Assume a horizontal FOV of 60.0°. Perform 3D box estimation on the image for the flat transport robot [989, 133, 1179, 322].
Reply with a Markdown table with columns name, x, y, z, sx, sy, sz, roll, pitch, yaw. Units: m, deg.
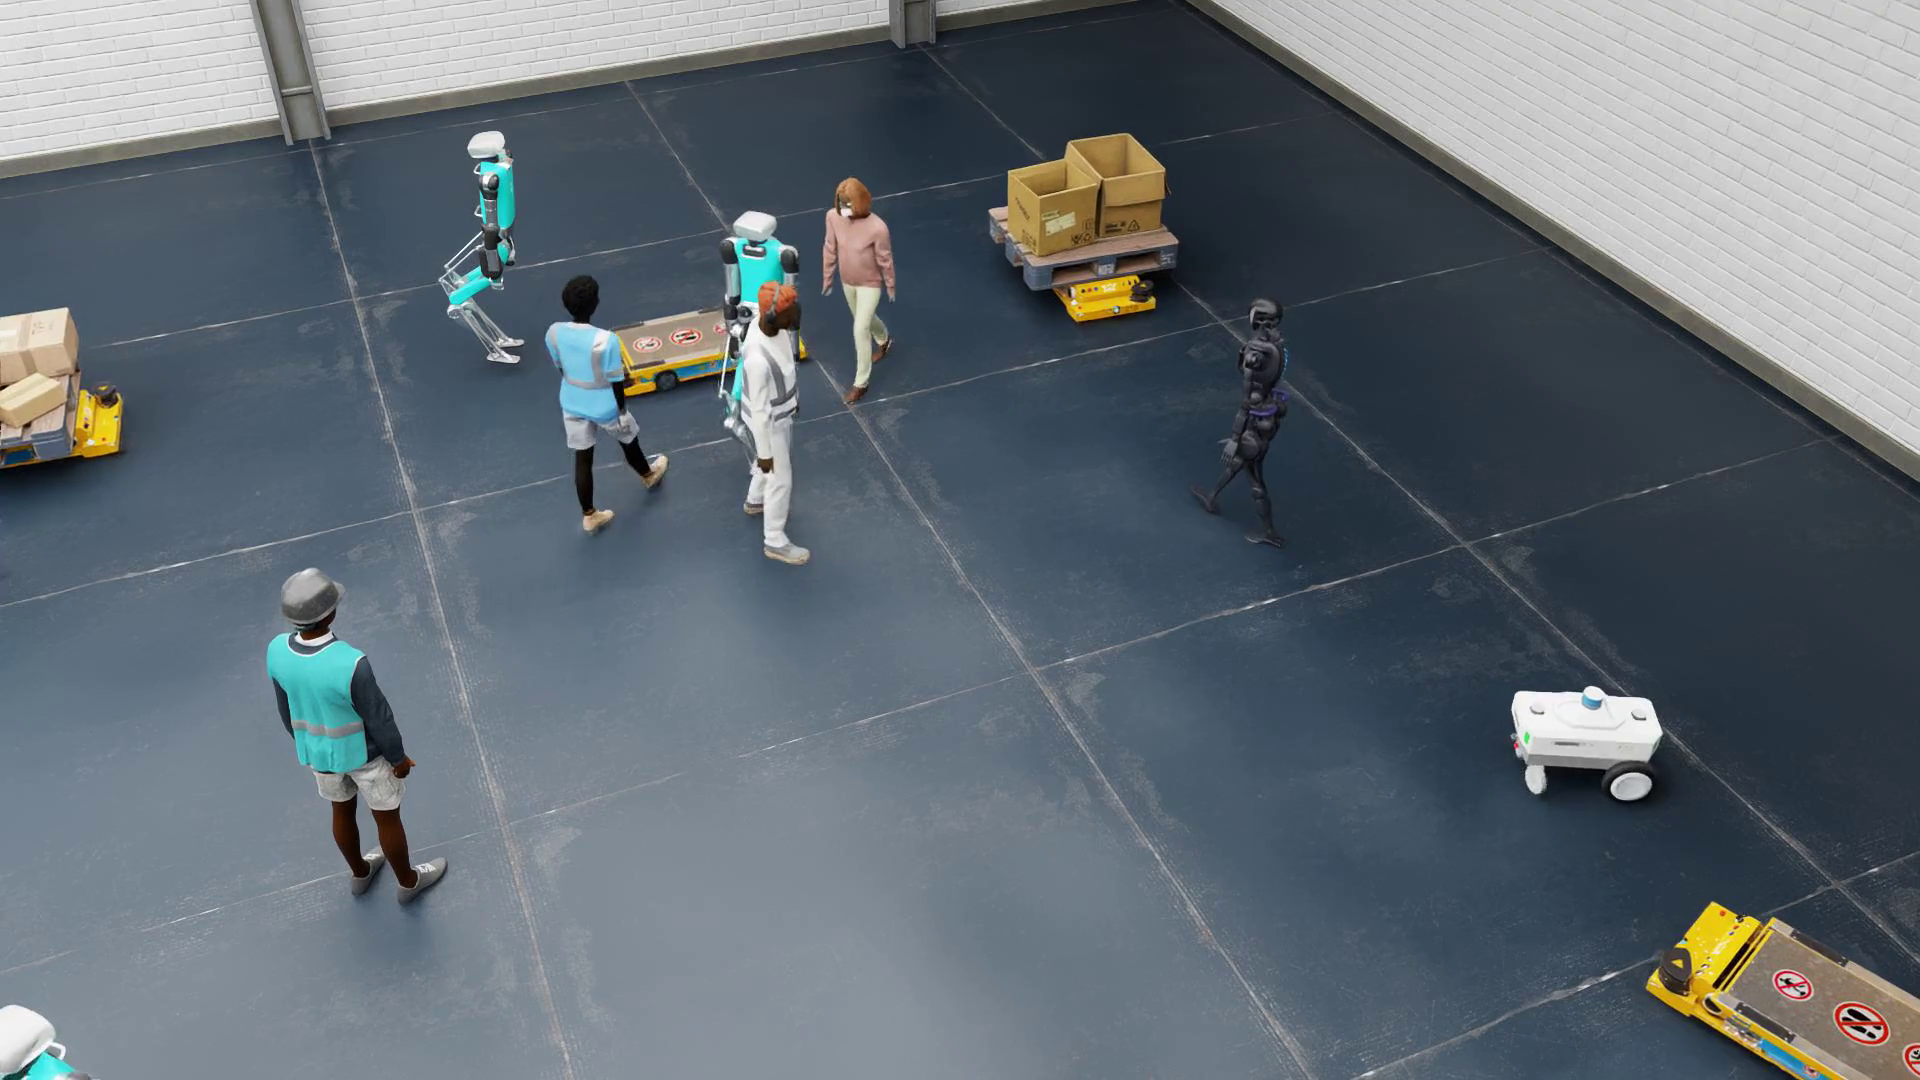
| name | x | y | z | sx | sy | sz | roll | pitch | yaw |
| --- | --- | --- | --- | --- | --- | --- | --- | --- | --- |
| flat transport robot | 0.966 | -2.175 | 13.105 | 0.659 | 0.231 | 1.431 | -12 | 39 | -15 |

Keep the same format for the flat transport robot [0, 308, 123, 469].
| name | x | y | z | sx | sy | sz | roll | pitch | yaw |
| --- | --- | --- | --- | --- | --- | --- | --- | --- | --- |
| flat transport robot | -6.435 | -0.698 | 11.182 | 1.431 | 0.231 | 0.659 | -12 | 39 | -15 |

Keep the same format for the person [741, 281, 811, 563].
| name | x | y | z | sx | sy | sz | roll | pitch | yaw |
| --- | --- | --- | --- | --- | --- | --- | --- | --- | --- |
| person | -1.162 | -0.738 | 9.919 | 0.512 | 1.871 | 0.752 | 2 | 38 | 3 |

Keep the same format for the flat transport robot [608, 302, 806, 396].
| name | x | y | z | sx | sy | sz | roll | pitch | yaw |
| --- | --- | --- | --- | --- | --- | --- | --- | --- | --- |
| flat transport robot | -1.907 | -1.406 | 12.104 | 1.431 | 0.231 | 0.659 | -14 | 40 | -18 |

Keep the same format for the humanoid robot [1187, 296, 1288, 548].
| name | x | y | z | sx | sy | sz | roll | pitch | yaw |
| --- | --- | --- | --- | --- | --- | --- | --- | --- | --- |
| humanoid robot | 1.733 | -0.728 | 10.093 | 0.731 | 1.630 | 0.608 | 19 | 41 | 22 |

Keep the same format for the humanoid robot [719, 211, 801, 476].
| name | x | y | z | sx | sy | sz | roll | pitch | yaw |
| --- | --- | --- | --- | --- | --- | --- | --- | --- | --- |
| humanoid robot | -1.328 | -1.103 | 10.569 | 0.542 | 1.850 | 0.797 | 13 | 39 | 16 |

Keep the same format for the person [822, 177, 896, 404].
| name | x | y | z | sx | sy | sz | roll | pitch | yaw |
| --- | --- | --- | --- | --- | --- | --- | --- | --- | --- |
| person | -0.652 | -1.821 | 11.560 | 0.508 | 1.588 | 0.790 | 22 | 43 | 26 |

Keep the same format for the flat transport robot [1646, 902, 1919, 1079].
| name | x | y | z | sx | sy | sz | roll | pitch | yaw |
| --- | --- | --- | --- | --- | --- | --- | --- | --- | --- |
| flat transport robot | 3.905 | 2.184 | 7.431 | 1.431 | 0.231 | 0.659 | 31 | 47 | 34 |

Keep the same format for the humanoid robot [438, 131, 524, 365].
| name | x | y | z | sx | sy | sz | roll | pitch | yaw |
| --- | --- | --- | --- | --- | --- | --- | --- | --- | --- |
| humanoid robot | -3.389 | -2.026 | 11.596 | 0.735 | 1.677 | 0.533 | 0 | 38 | 0 |

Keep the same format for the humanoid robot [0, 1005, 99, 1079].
| name | x | y | z | sx | sy | sz | roll | pitch | yaw |
| --- | --- | --- | --- | --- | --- | --- | --- | --- | --- |
| humanoid robot | -3.070 | 2.187 | 6.244 | 0.564 | 1.809 | 0.808 | 10 | 39 | 13 |

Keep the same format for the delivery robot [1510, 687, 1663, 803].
| name | x | y | z | sx | sy | sz | roll | pitch | yaw |
| --- | --- | --- | --- | --- | --- | --- | --- | --- | --- |
| delivery robot | 3.289 | 1.037 | 8.704 | 0.785 | 0.613 | 0.525 | 3 | 38 | 4 |

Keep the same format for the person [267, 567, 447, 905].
| name | x | y | z | sx | sy | sz | roll | pitch | yaw |
| --- | --- | --- | --- | --- | --- | --- | --- | --- | --- |
| person | -2.829 | 0.943 | 7.676 | 0.567 | 1.938 | 0.419 | 10 | 39 | 13 |

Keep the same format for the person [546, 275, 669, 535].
| name | x | y | z | sx | sy | sz | roll | pitch | yaw |
| --- | --- | --- | --- | --- | --- | --- | --- | --- | --- |
| person | -2.209 | -0.892 | 10.288 | 0.542 | 1.646 | 0.861 | 13 | 40 | 17 |
